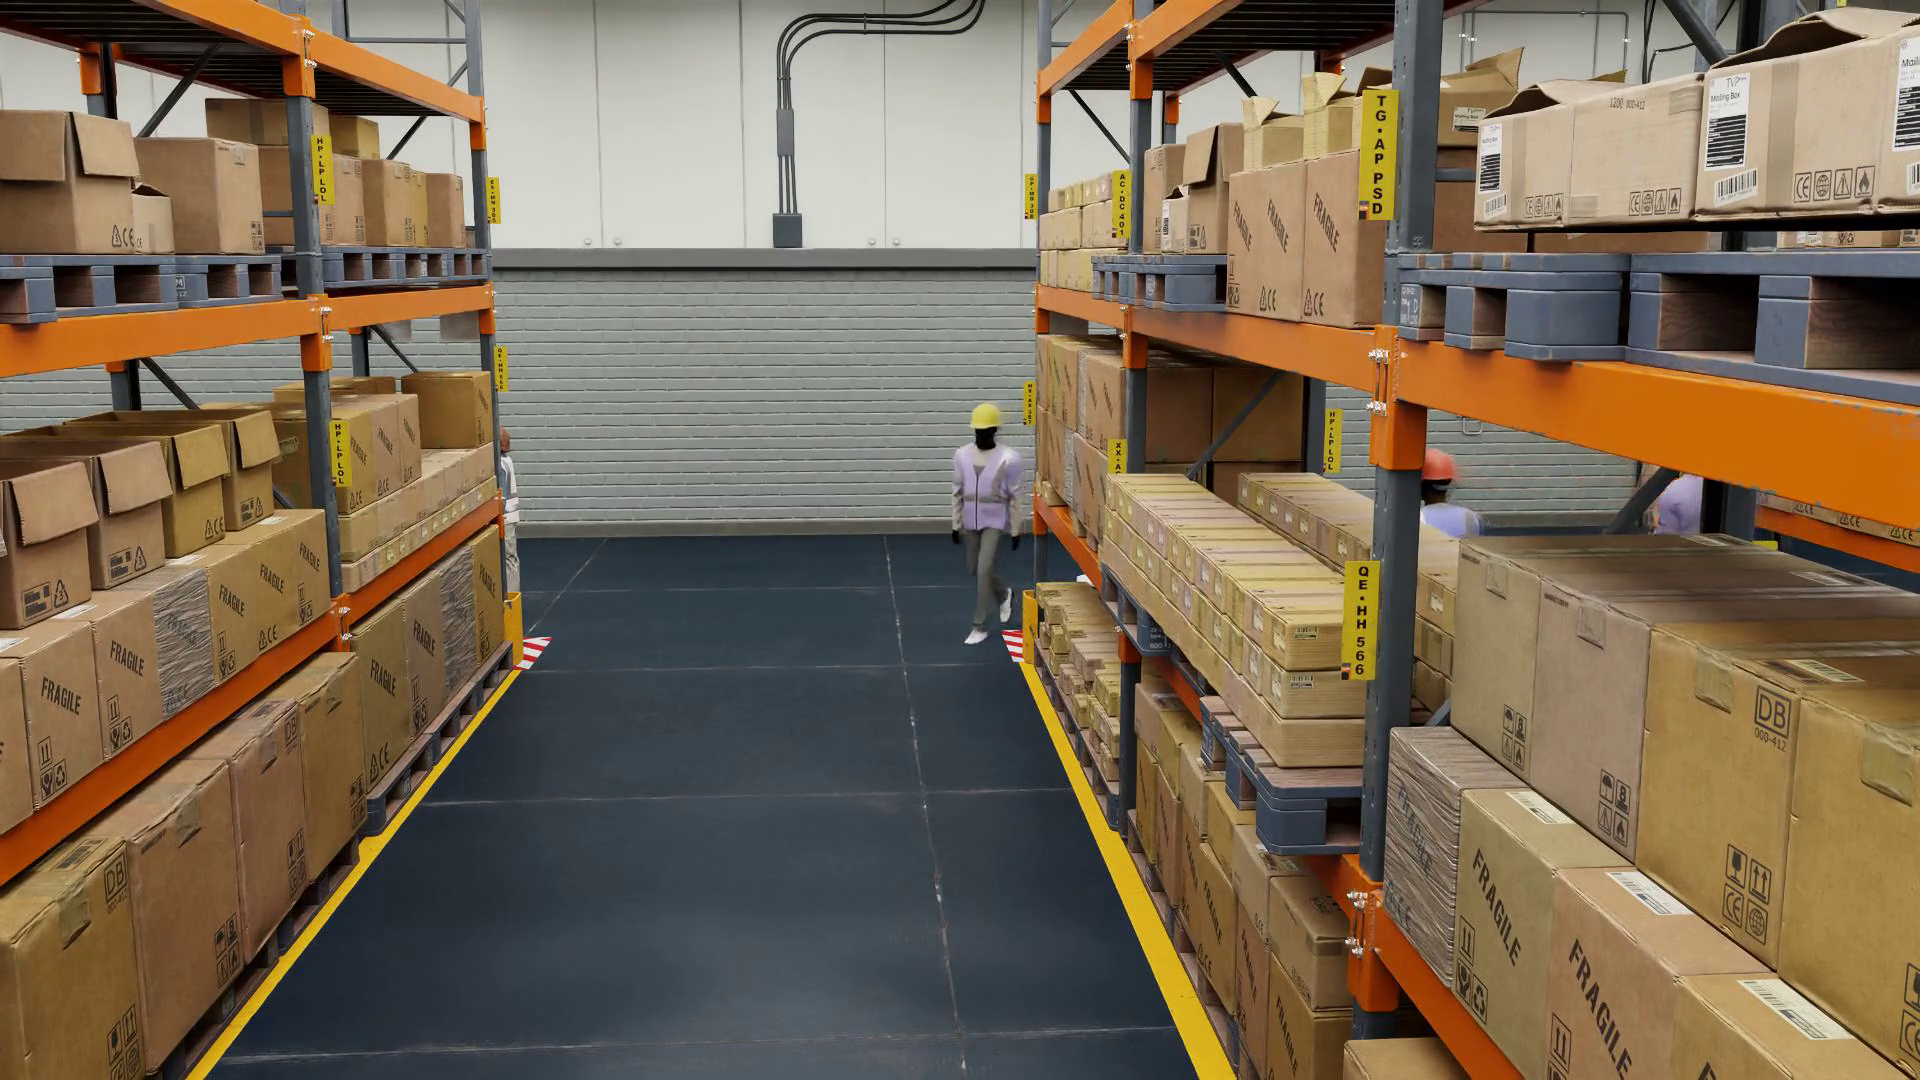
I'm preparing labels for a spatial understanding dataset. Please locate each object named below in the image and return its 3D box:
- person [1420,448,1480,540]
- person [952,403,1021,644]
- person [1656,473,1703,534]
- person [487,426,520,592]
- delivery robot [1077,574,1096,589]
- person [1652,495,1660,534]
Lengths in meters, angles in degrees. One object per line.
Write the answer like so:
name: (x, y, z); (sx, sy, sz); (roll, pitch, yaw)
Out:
person: (2.842, 0.423, 9.859); (0.549, 1.918, 0.764); (-3, 10, -16)
person: (0.244, -0.159, 13.351); (0.593, 1.900, 0.852); (6, 11, 31)
person: (4.981, 0.212, 11.160); (0.650, 1.882, 0.748); (0, 10, 1)
person: (-3.850, -0.143, 13.962); (0.310, 1.642, 0.514); (-2, 10, -10)
delivery robot: (1.306, 0.416, 13.589); (0.707, 0.478, 0.477); (8, 12, 38)
person: (5.987, -0.090, 13.787); (0.896, 1.586, 0.546); (4, 10, 20)
